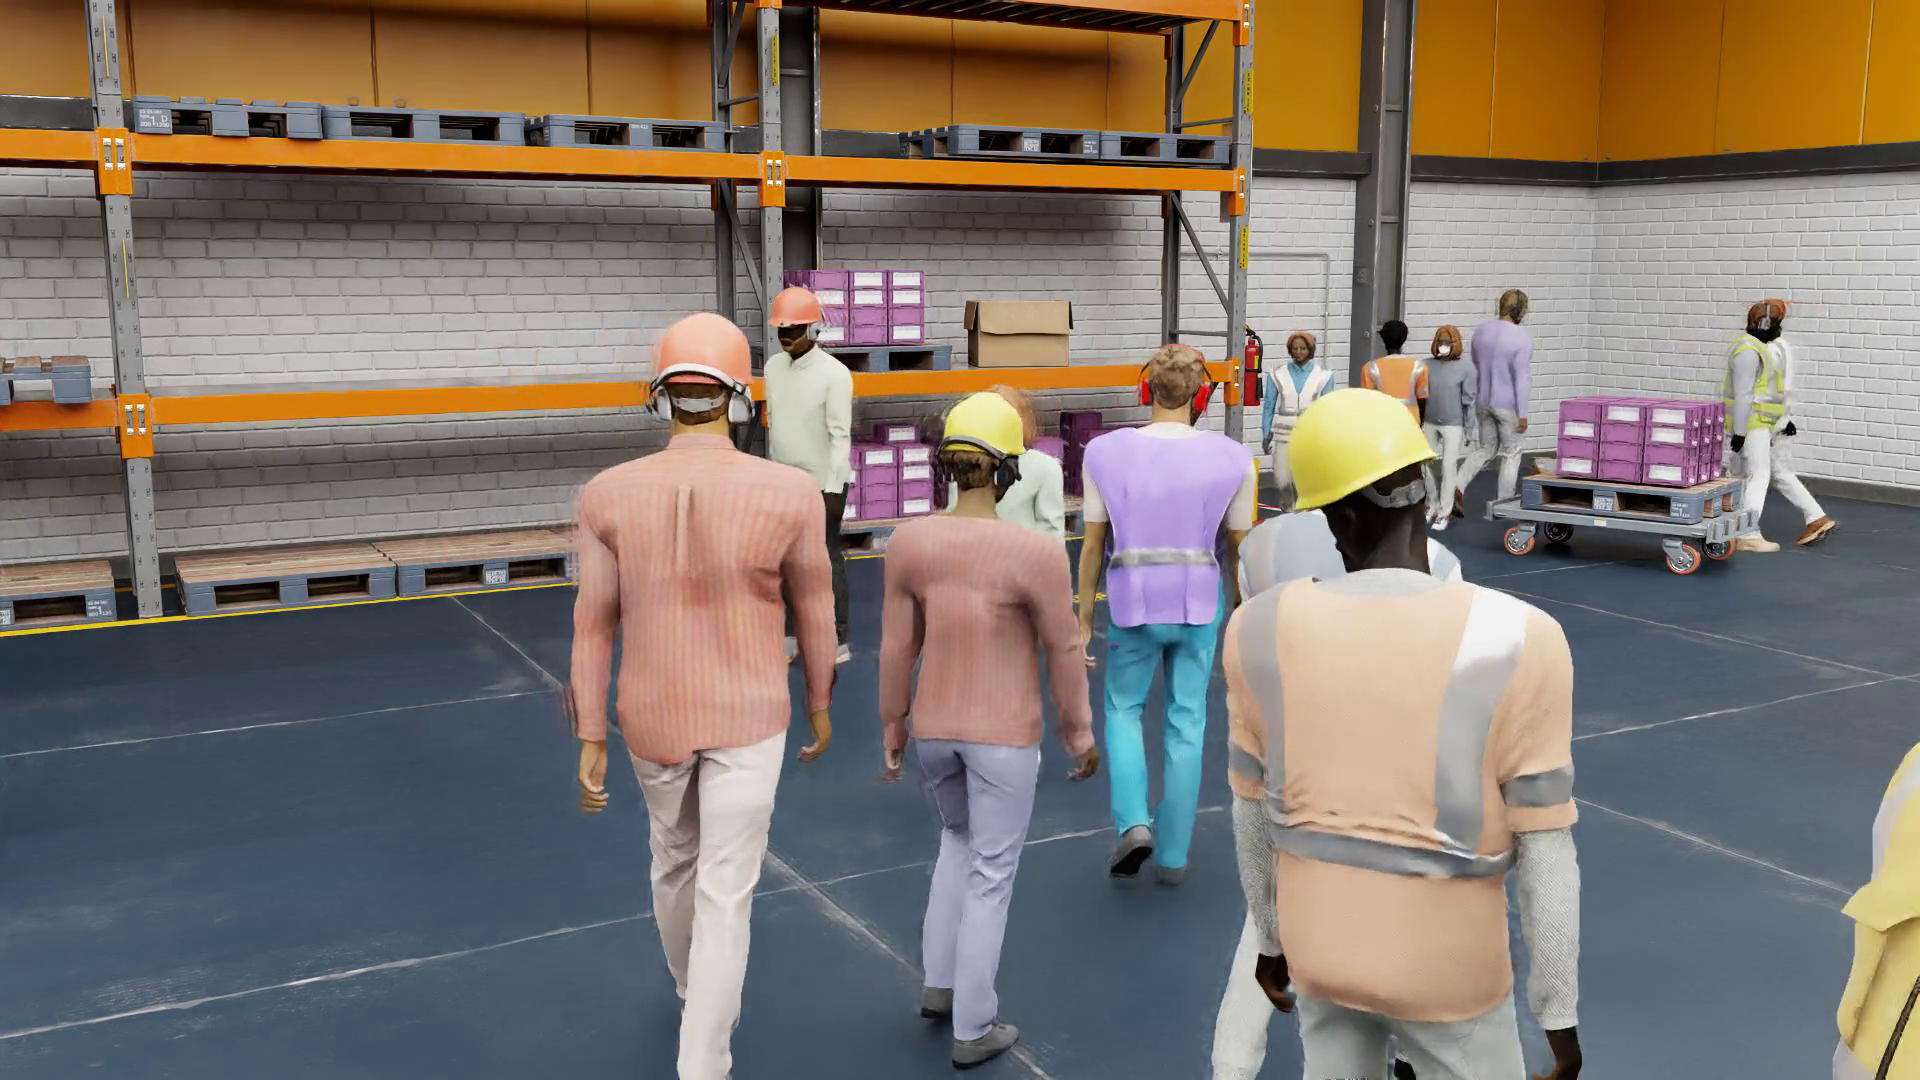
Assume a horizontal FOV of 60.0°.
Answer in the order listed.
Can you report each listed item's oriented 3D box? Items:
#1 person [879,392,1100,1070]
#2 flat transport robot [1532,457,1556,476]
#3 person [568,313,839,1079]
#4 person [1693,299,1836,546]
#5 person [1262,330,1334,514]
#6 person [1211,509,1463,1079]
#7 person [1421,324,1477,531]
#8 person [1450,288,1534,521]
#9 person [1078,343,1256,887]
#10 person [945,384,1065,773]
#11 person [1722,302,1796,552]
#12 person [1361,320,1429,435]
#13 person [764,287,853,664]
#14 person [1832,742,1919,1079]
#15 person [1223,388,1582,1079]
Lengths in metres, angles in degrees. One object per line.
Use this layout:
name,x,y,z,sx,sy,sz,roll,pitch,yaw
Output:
person,0.080,0.494,4.344,0.536,1.751,0.473,6,11,34
flat transport robot,5.728,-0.603,15.531,0.652,0.197,1.431,3,10,16
person,-0.605,0.418,4.188,0.614,1.948,0.974,1,9,8
person,6.056,-0.868,12.381,0.933,1.847,0.587,7,11,35
person,2.533,-0.770,12.449,0.524,1.616,0.666,3,10,16
person,0.890,0.543,3.977,0.588,1.784,0.877,7,11,35
person,3.800,-0.882,13.099,0.525,1.619,0.332,7,12,37
person,4.322,-1.070,13.440,0.718,1.912,0.643,-5,11,-28
person,0.677,0.264,5.525,0.587,1.821,0.444,1,9,5
person,0.159,0.194,6.574,0.521,1.617,0.381,6,11,34
person,5.826,-0.841,12.287,0.607,1.815,0.637,5,10,27
person,3.341,-0.864,12.828,0.535,1.671,0.683,2,9,10
person,-0.793,-0.300,8.502,0.656,1.967,0.590,7,12,38
person,1.326,0.855,1.943,0.746,1.825,0.630,-1,9,-5
person,0.712,0.693,2.777,0.642,1.880,0.585,7,12,37
